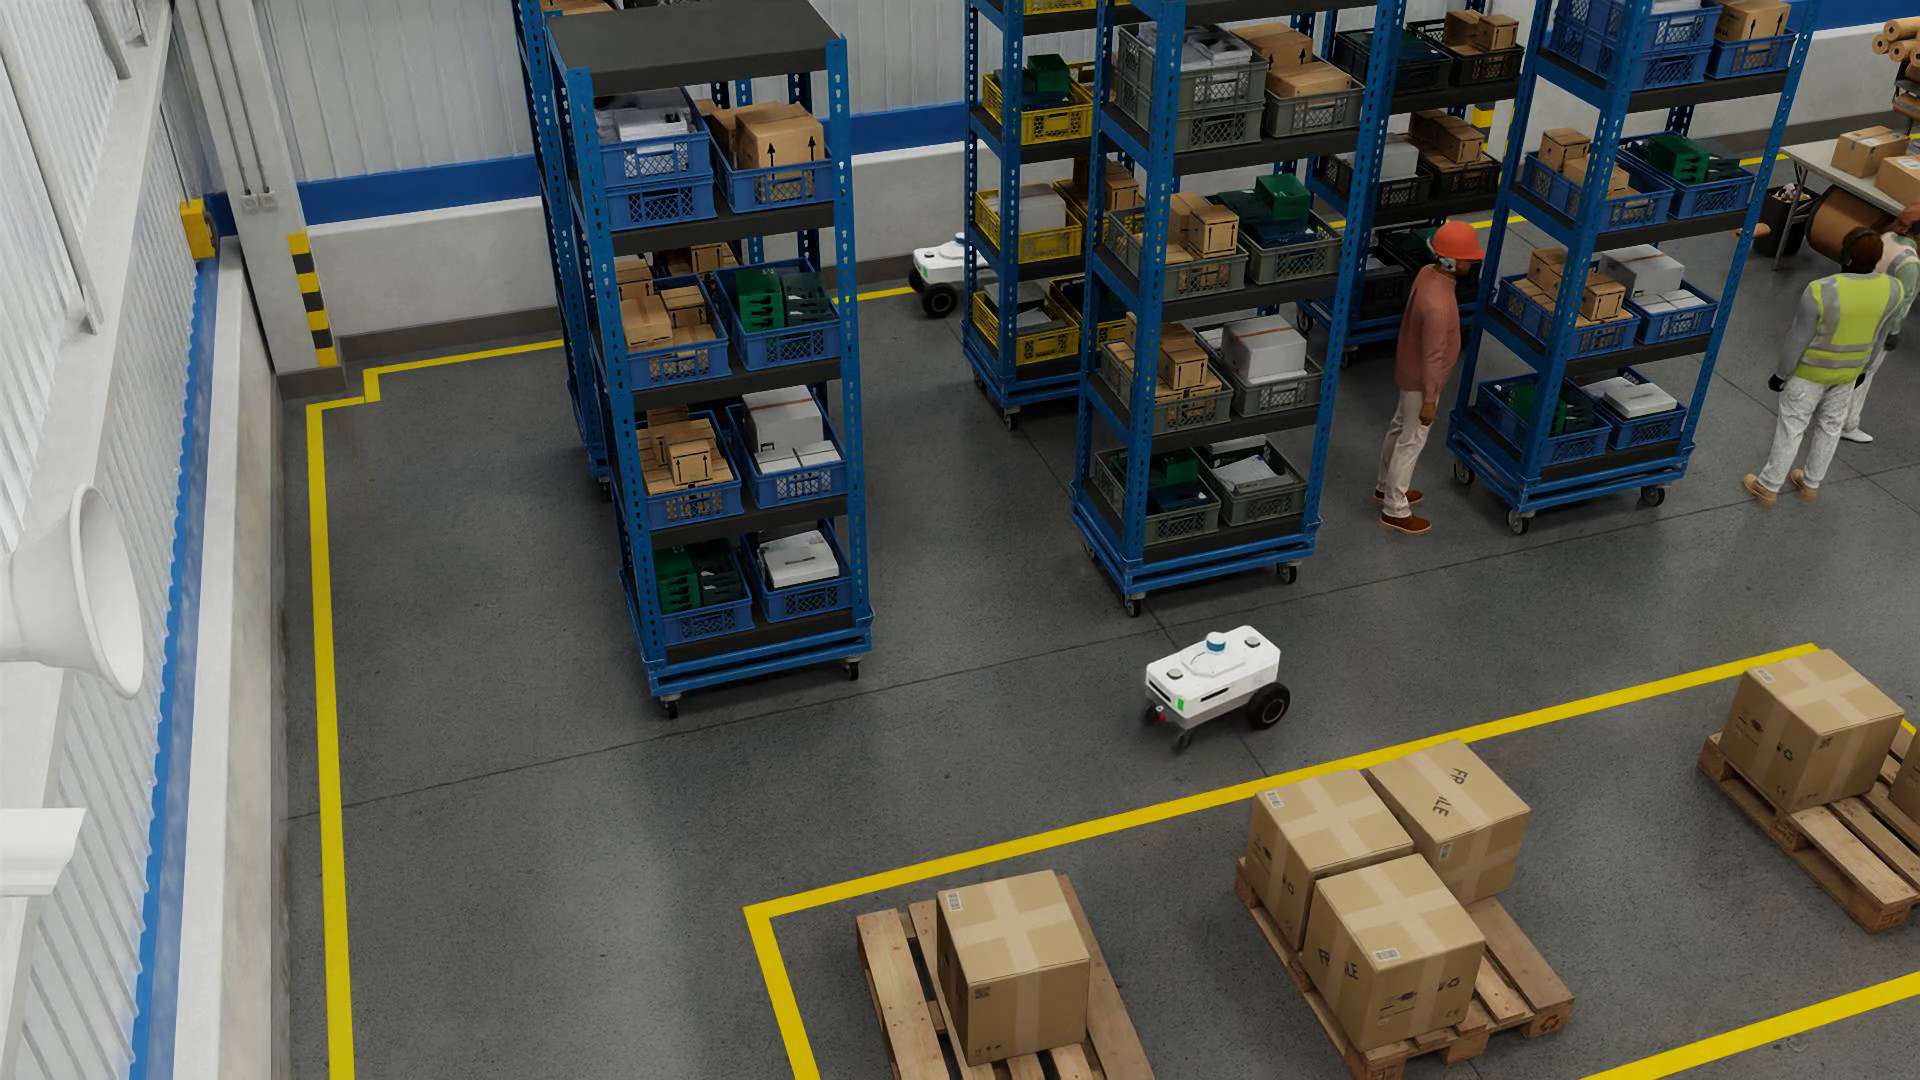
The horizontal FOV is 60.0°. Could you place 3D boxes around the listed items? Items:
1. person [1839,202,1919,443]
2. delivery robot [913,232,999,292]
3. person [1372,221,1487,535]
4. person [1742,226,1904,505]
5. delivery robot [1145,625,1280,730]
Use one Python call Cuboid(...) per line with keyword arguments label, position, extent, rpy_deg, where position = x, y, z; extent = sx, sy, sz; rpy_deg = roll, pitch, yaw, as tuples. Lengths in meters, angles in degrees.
Cuboid(label="person", position=(6.011, -1.436, 10.888), extent=(0.312, 1.639, 0.512), rpy_deg=(3, 35, 4))
Cuboid(label="delivery robot", position=(0.017, -2.110, 12.700), extent=(0.707, 0.478, 0.477), rpy_deg=(-9, 36, -13))
Cuboid(label="person", position=(2.790, -0.978, 9.934), extent=(0.397, 1.992, 0.622), rpy_deg=(4, 35, 5))
Cuboid(label="person", position=(5.268, -1.053, 10.170), extent=(0.623, 1.847, 0.429), rpy_deg=(-4, 35, -5))
Cuboid(label="delivery robot", position=(1.319, 0.701, 8.708), extent=(0.707, 0.478, 0.477), rpy_deg=(-20, 40, -25))
